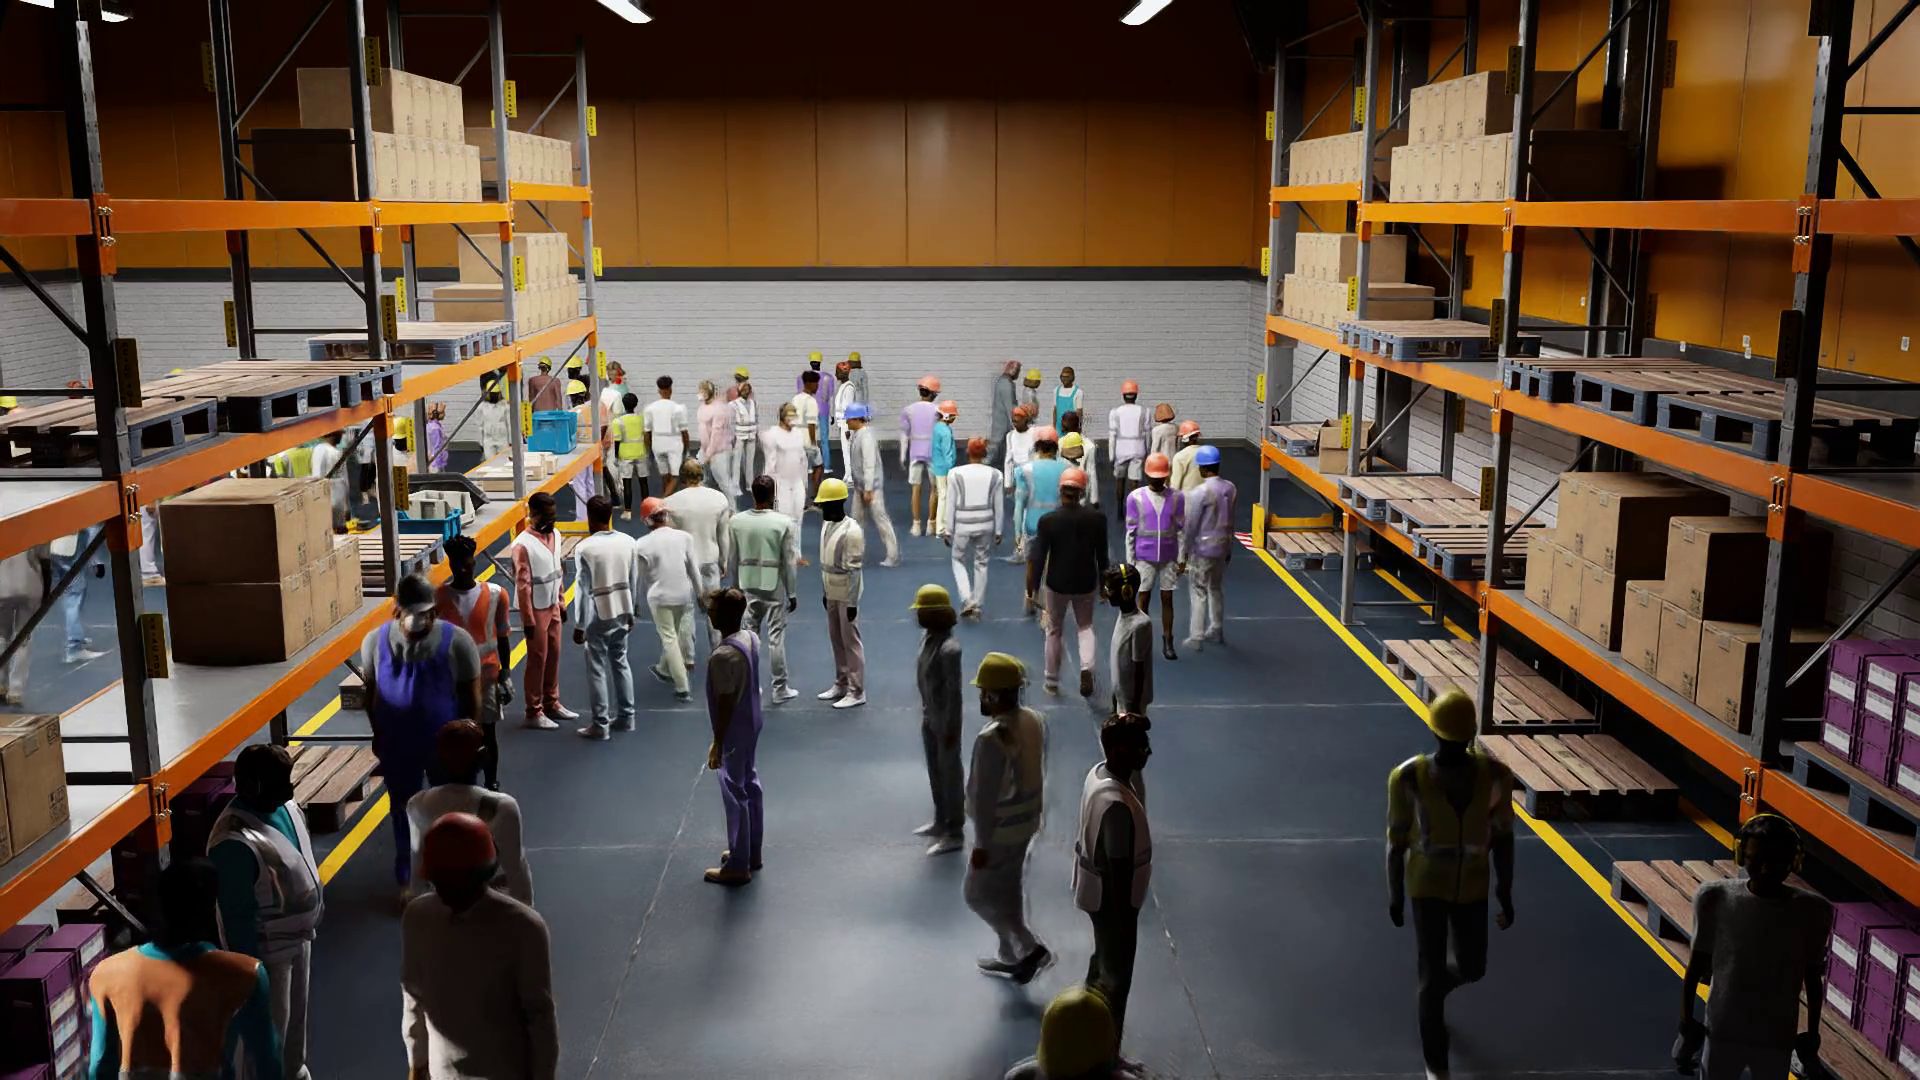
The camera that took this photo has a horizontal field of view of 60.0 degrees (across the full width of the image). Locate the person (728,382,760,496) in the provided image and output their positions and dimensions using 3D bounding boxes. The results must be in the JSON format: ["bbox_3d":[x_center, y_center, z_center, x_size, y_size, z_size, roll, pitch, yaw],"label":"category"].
[{"bbox_3d":[-3.113,-1.469,24.007,0.512,1.641,0.307,-11,15,-43],"label":"person"}]

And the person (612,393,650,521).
[{"bbox_3d":[-4.334,-1.101,22.016,0.529,1.697,0.321,-6,13,-28],"label":"person"}]

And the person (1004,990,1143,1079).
[{"bbox_3d":[0.396,2.197,5.222,0.594,1.803,0.708,4,12,21],"label":"person"}]

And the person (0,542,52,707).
[{"bbox_3d":[-7.881,0.465,13.894,0.604,1.801,0.656,-6,13,-27],"label":"person"}]

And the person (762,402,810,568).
[{"bbox_3d":[-2.002,-0.637,19.092,0.567,1.920,0.642,9,14,37],"label":"person"}]

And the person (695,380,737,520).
[{"bbox_3d":[-3.290,-1.128,21.634,0.885,1.900,0.634,-9,14,-37],"label":"person"}]

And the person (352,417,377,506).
[{"bbox_3d":[-8.290,-1.346,23.295,0.395,1.674,0.741,2,11,10],"label":"person"}]

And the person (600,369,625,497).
[{"bbox_3d":[-4.983,-1.527,23.819,0.424,1.835,0.667,-7,13,-33],"label":"person"}]

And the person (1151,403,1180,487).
[{"bbox_3d":[2.641,-0.951,21.456,0.502,1.628,0.286,-10,15,-40],"label":"person"}]

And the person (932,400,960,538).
[{"bbox_3d":[-0.177,-0.888,20.851,0.352,1.738,0.573,-3,12,-14],"label":"person"}]

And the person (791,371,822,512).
[{"bbox_3d":[-2.068,-1.352,22.694,0.592,1.913,0.812,9,14,38],"label":"person"}]

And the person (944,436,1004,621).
[{"bbox_3d":[0.142,-0.109,16.591,0.617,1.876,0.406,-2,11,-10],"label":"person"}]

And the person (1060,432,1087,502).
[{"bbox_3d":[1.207,-0.293,17.846,0.284,1.746,0.488,2,11,8],"label":"person"}]

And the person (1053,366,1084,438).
[{"bbox_3d":[1.575,-1.621,24.296,0.502,1.837,0.345,9,14,37],"label":"person"}]

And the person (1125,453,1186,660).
[{"bbox_3d":[1.786,0.150,15.188,0.549,1.924,0.391,-1,11,-3],"label":"person"}]

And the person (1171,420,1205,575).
[{"bbox_3d":[2.581,-0.481,18.795,0.567,1.743,0.353,-8,14,-35],"label":"person"}]

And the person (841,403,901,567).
[{"bbox_3d":[-1.028,-0.629,19.178,0.757,1.919,0.647,-3,12,-17],"label":"person"}]

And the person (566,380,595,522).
[{"bbox_3d":[-4.894,-1.105,21.497,0.399,1.913,0.595,4,12,20],"label":"person"}]

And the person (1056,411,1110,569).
[{"bbox_3d":[1.383,-0.547,18.809,0.852,1.882,0.606,-8,14,-34],"label":"person"}]

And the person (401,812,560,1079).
[{"bbox_3d":[-1.766,1.933,6.090,0.627,1.985,0.409,4,12,18],"label":"person"}]

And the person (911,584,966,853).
[{"bbox_3d":[-0.144,1.134,10.703,0.323,1.742,0.499,-5,12,-24],"label":"person"}]

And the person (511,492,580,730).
[{"bbox_3d":[-3.325,0.554,13.201,0.410,1.908,0.598,3,12,15],"label":"person"}]

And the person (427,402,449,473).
[{"bbox_3d":[-6.767,-0.969,21.528,0.312,1.632,0.527,-5,12,-22],"label":"person"}]

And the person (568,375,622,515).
[{"bbox_3d":[-4.957,-1.291,22.454,0.894,1.894,0.626,-9,14,-38],"label":"person"}]

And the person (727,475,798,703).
[{"bbox_3d":[-1.645,0.412,13.877,0.590,1.918,0.391,4,12,17],"label":"person"}]

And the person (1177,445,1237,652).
[{"bbox_3d":[2.326,0.074,15.523,0.419,1.942,0.615,10,15,40],"label":"person"}]

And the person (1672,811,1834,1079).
[{"bbox_3d":[3.038,1.928,6.397,0.534,1.868,0.309,4,12,17],"label":"person"}]

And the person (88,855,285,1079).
[{"bbox_3d":[-2.684,2.022,5.882,0.603,1.883,0.777,1,11,5],"label":"person"}]

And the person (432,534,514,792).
[{"bbox_3d":[-3.315,0.921,11.200,0.602,1.966,0.368,-5,12,-22],"label":"person"}]

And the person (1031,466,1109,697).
[{"bbox_3d":[0.932,0.382,13.904,0.685,1.965,0.628,-2,11,-9],"label":"person"}]

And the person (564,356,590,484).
[{"bbox_3d":[-5.722,-1.793,24.909,0.366,1.927,0.585,2,11,9],"label":"person"}]

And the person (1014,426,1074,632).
[{"bbox_3d":[0.839,-0.140,16.473,0.605,1.973,1.089,0,11,1],"label":"person"}]

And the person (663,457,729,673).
[{"bbox_3d":[-2.354,0.222,14.818,0.635,1.932,0.364,-6,13,-26],"label":"person"}]
